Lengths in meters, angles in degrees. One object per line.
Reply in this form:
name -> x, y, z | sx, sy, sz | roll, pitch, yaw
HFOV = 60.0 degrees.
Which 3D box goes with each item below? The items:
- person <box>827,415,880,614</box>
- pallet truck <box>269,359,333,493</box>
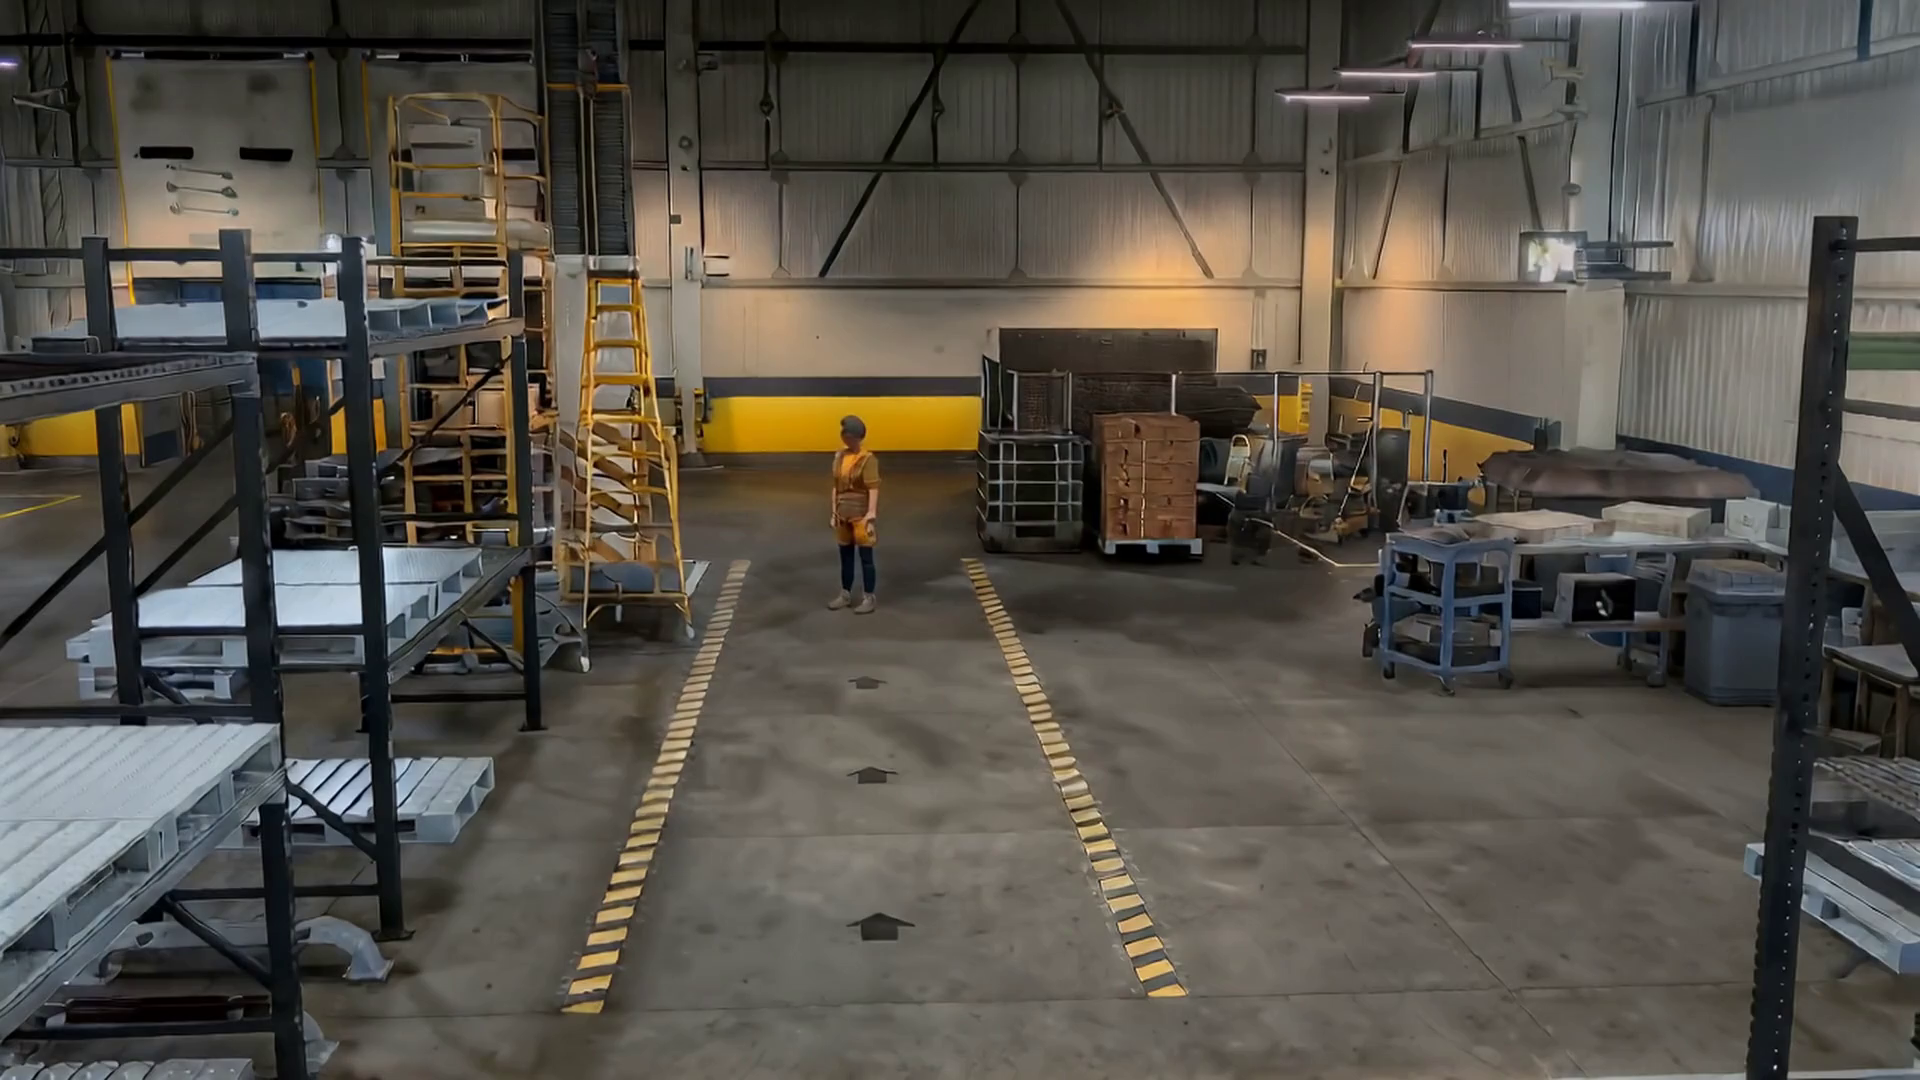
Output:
person -> -0.909, -0.217, 14.200 | 0.533, 1.697, 0.318 | 8, 12, 41
pallet truck -> -7.062, -1.131, 18.996 | 1.885, 1.965, 0.823 | 2, 9, 13
